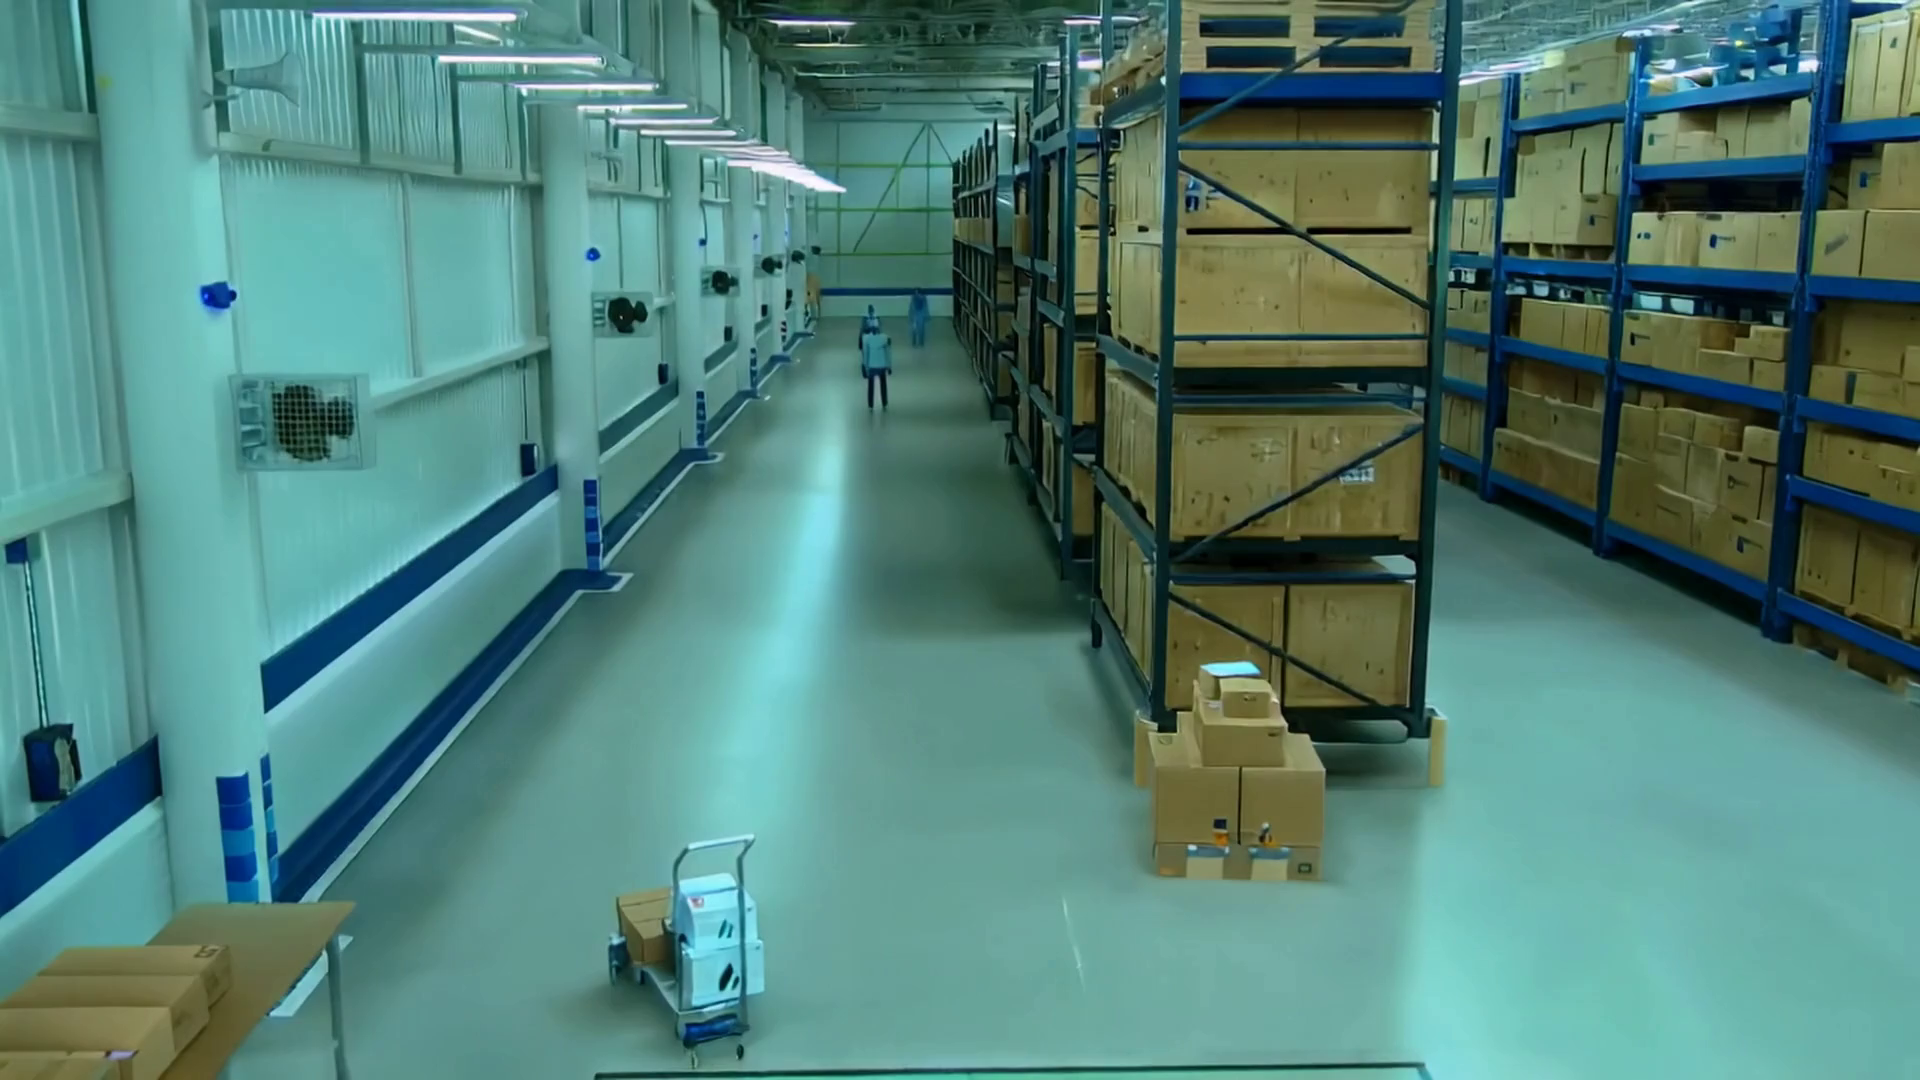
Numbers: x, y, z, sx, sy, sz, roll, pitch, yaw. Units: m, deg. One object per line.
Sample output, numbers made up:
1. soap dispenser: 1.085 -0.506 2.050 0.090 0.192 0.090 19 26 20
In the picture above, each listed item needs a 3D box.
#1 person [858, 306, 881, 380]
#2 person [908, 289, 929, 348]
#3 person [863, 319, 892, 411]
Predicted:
1. person: -2.312 -5.041 42.628 0.594 1.909 0.398 -2 11 -8
2. person: -1.343 -7.113 53.443 0.670 1.887 0.452 1 11 4
3. person: -1.766 -3.737 35.633 0.618 1.986 0.407 -1 11 -4
